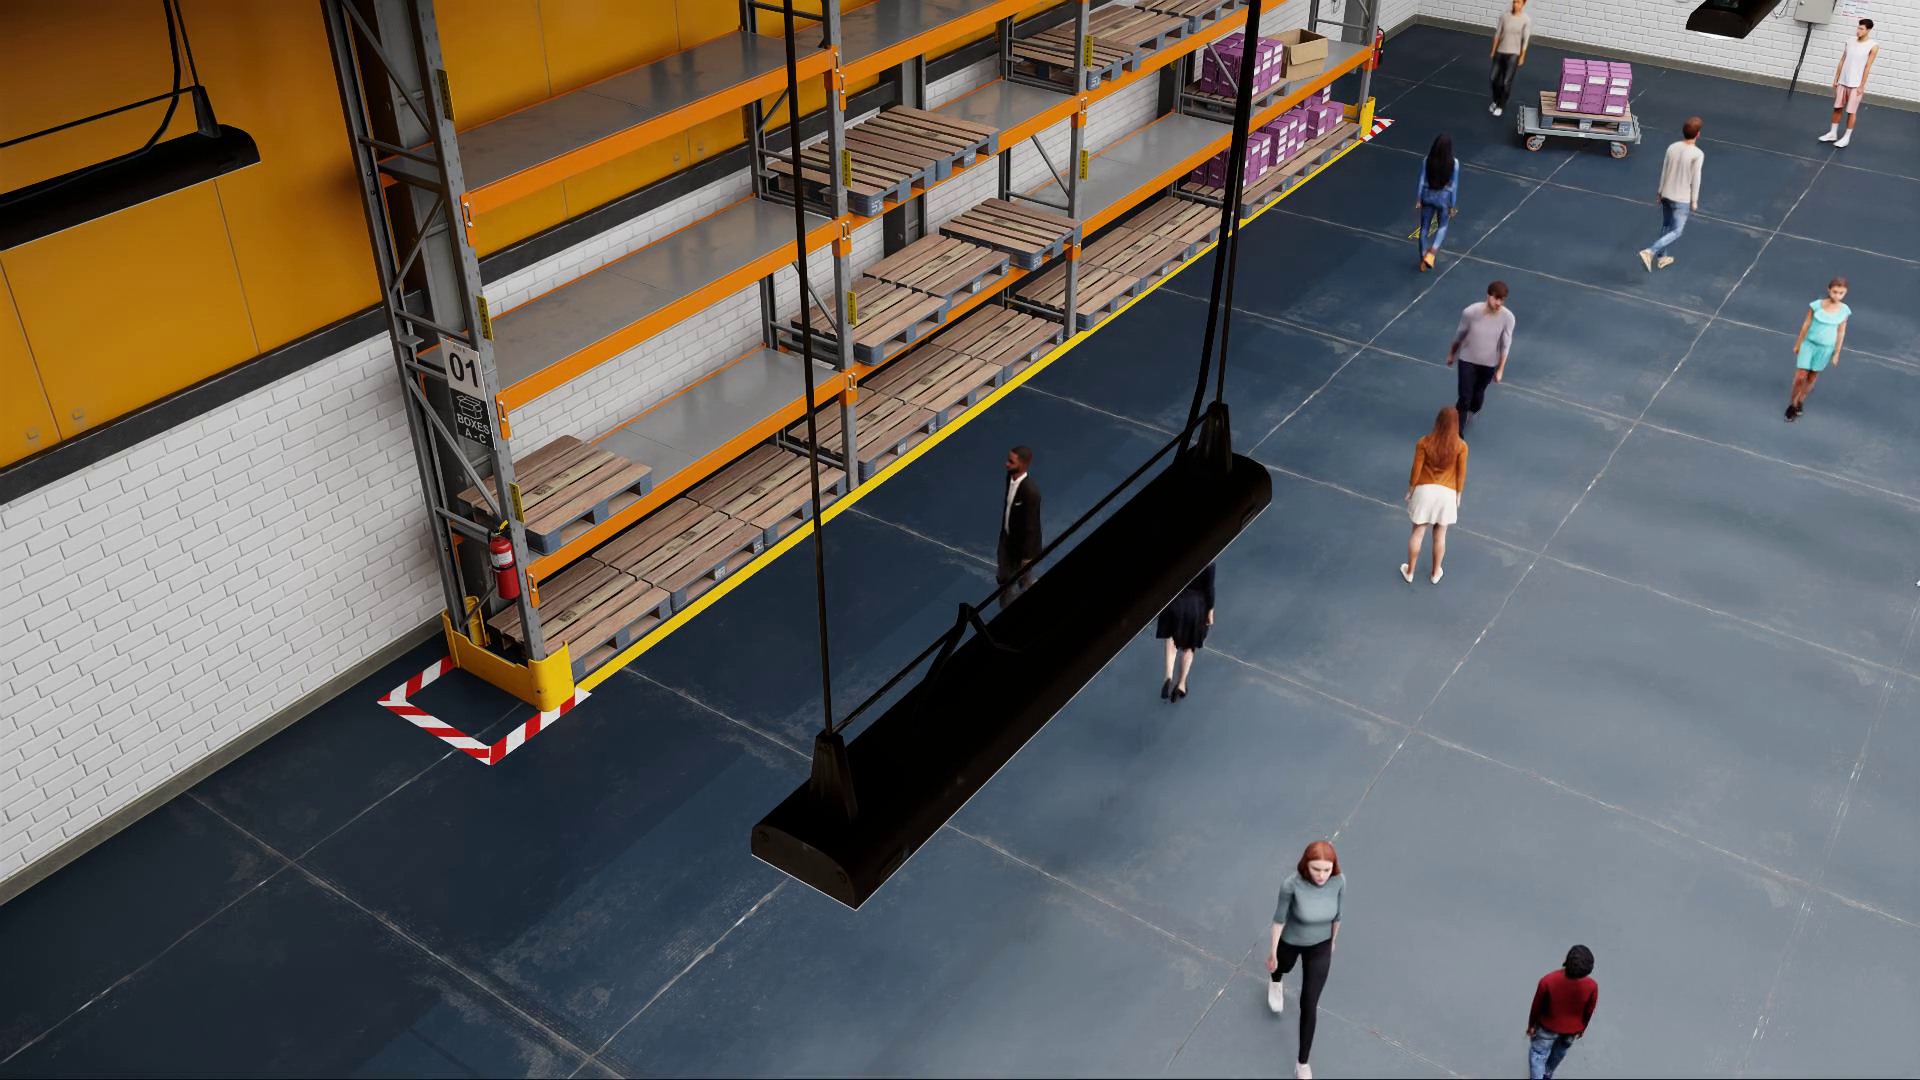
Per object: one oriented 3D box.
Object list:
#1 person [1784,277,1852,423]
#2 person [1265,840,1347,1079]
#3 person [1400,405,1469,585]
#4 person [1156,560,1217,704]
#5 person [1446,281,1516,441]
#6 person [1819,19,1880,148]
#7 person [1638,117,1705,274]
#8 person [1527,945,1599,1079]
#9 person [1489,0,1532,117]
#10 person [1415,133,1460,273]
[{"bbox_3d":[8.749,-1.995,16.968,0.643,1.546,0.751,13,36,19],"label":"person"},{"bbox_3d":[2.070,2.432,10.176,1.068,1.692,1.226,-1,34,-1],"label":"person"},{"bbox_3d":[4.109,-0.387,14.391,0.703,1.722,0.695,7,34,11],"label":"person"},{"bbox_3d":[1.715,0.605,12.885,0.704,1.736,0.799,14,36,20],"label":"person"},{"bbox_3d":[5.101,-1.774,16.423,0.993,1.783,1.263,12,35,17],"label":"person"},{"bbox_3d":[12.619,-6.471,23.491,0.723,1.780,0.728,-17,37,-24],"label":"person"},{"bbox_3d":[8.468,-4.047,19.751,1.141,1.884,0.951,-18,37,-24],"label":"person"},{"bbox_3d":[3.569,2.899,9.880,0.696,1.243,0.833,4,34,7],"label":"person"},{"bbox_3d":[8.125,-7.200,24.568,0.682,1.802,0.614,20,39,27],"label":"person"},{"bbox_3d":[5.648,-3.976,19.806,0.695,1.704,0.746,14,36,20],"label":"person"}]
